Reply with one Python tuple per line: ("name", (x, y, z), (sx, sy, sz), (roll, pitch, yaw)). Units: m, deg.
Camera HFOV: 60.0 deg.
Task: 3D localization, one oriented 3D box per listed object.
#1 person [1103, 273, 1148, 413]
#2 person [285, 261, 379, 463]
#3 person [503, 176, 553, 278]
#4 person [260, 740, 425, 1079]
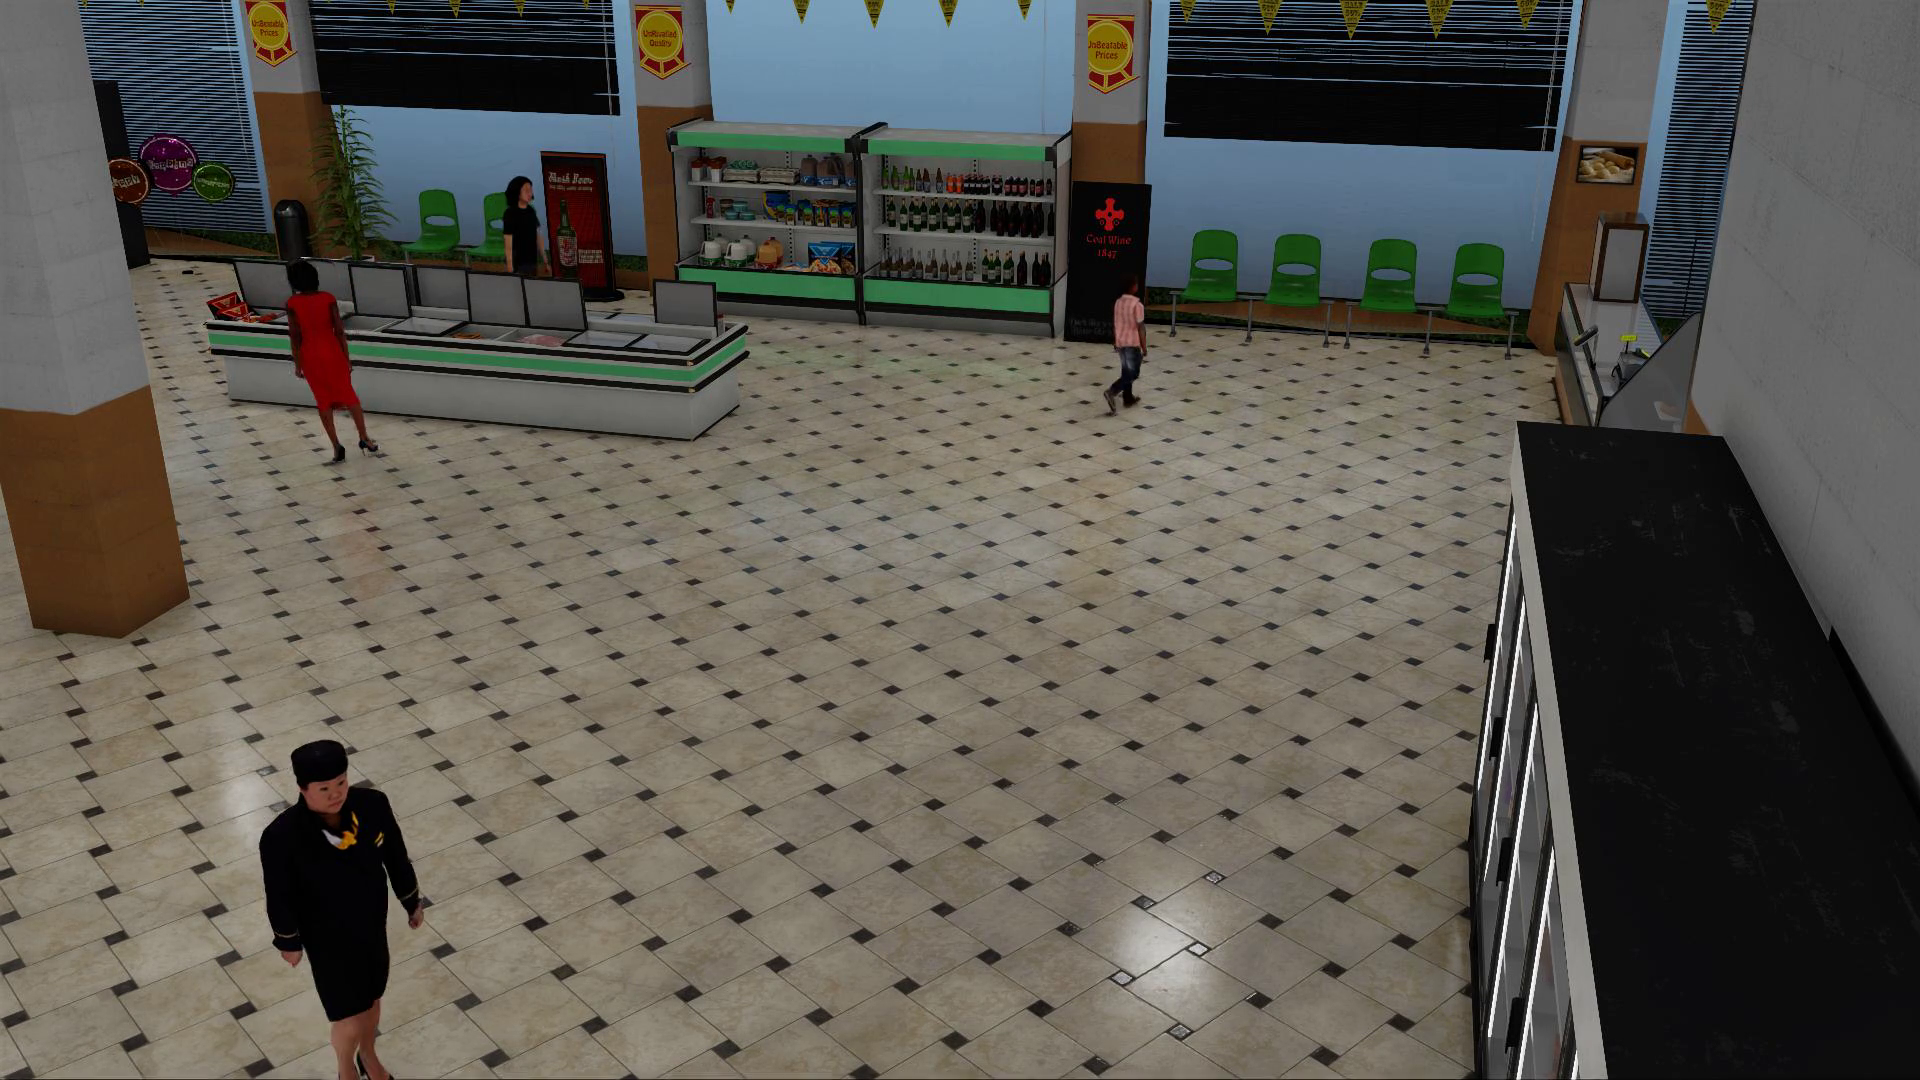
("person", (1.535, -1.825, 15.467), (0.825, 1.294, 0.821), (-18, 28, -37))
("person", (-5.340, -1.478, 14.041), (0.780, 1.712, 0.891), (-2, 22, -6))
("person", (-4.650, -2.927, 17.502), (0.617, 1.821, 0.656), (7, 23, 17))
("person", (-2.486, 1.516, 6.661), (0.830, 1.661, 0.823), (18, 28, 38))
